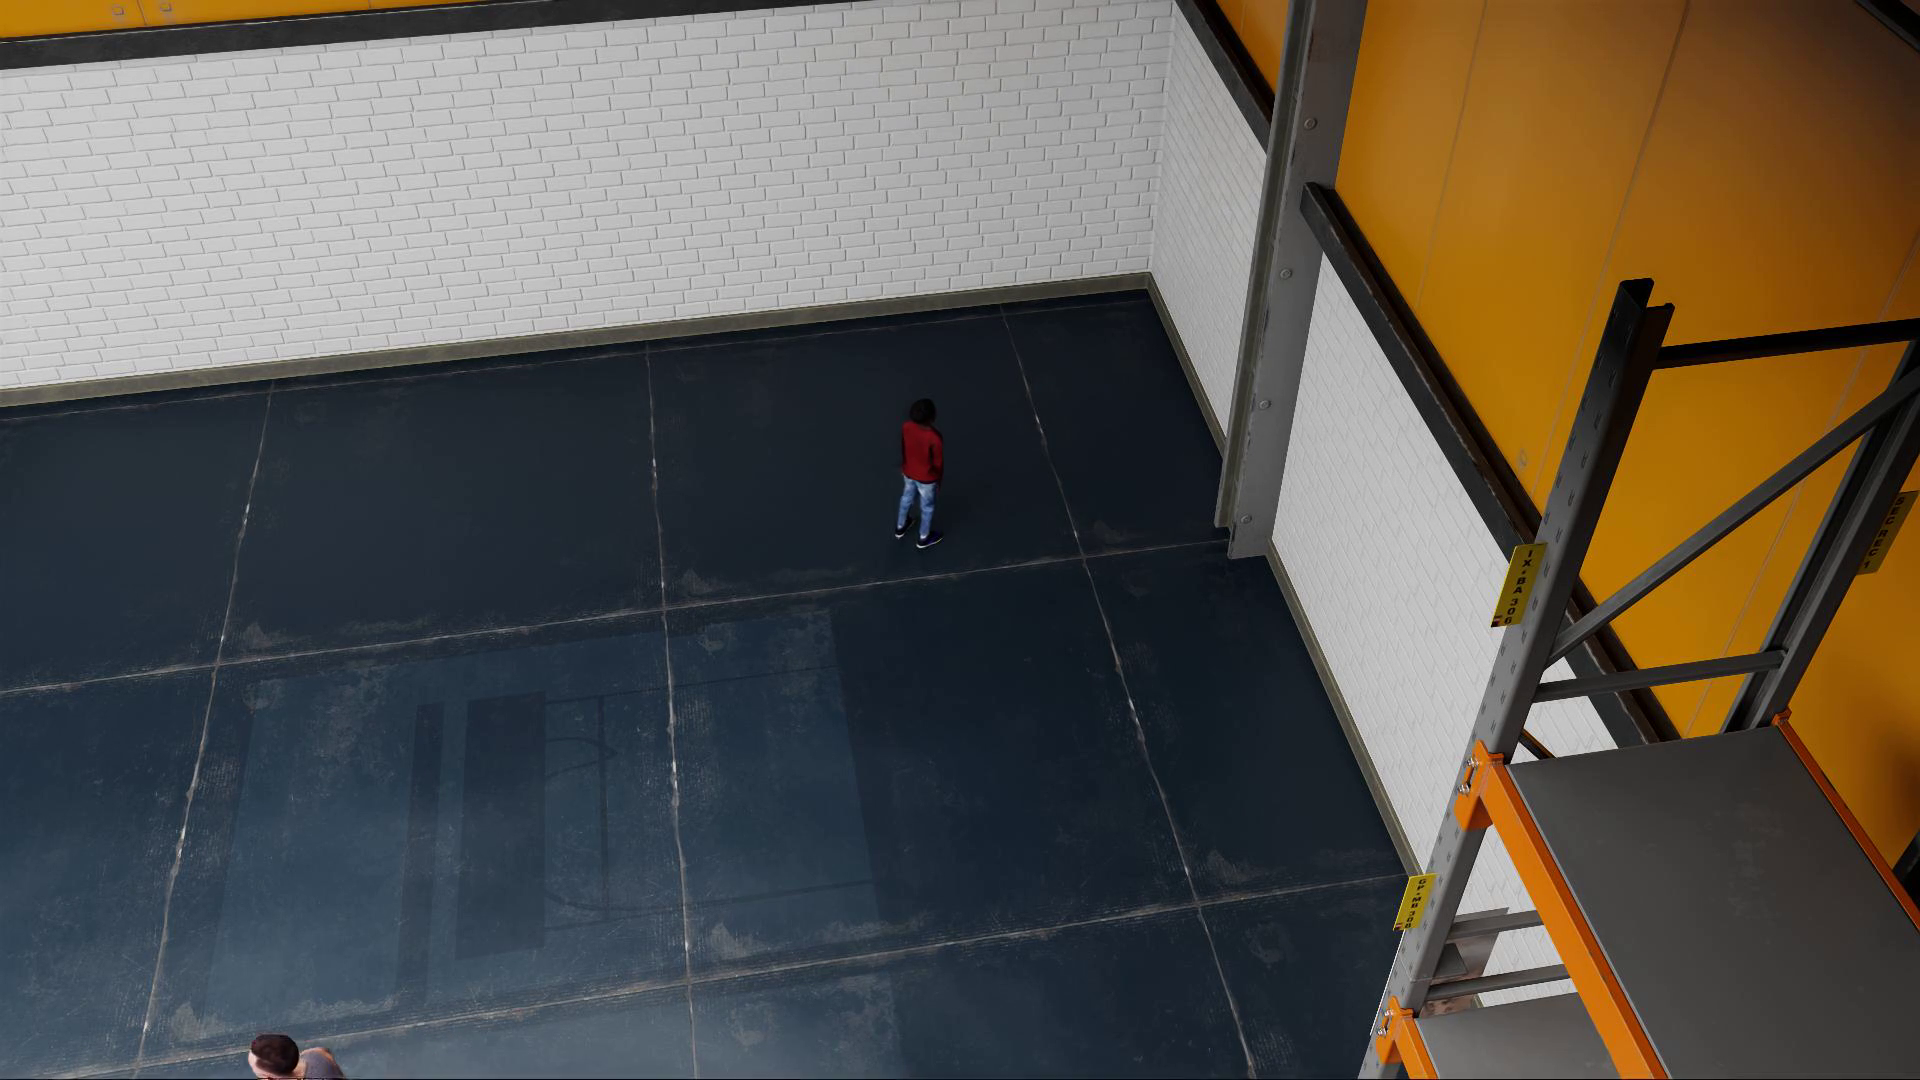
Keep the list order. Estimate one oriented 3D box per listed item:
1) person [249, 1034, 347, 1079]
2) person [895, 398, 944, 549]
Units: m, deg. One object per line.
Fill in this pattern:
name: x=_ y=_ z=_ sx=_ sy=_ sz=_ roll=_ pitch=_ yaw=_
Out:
person: x=-2.918 y=2.892 z=7.883 sx=0.753 sy=1.830 sz=0.679 roll=0 pitch=44 yaw=0
person: x=-0.287 y=-0.471 z=11.706 sx=0.620 sy=1.243 sz=0.682 roll=26 pitch=49 yaw=25
